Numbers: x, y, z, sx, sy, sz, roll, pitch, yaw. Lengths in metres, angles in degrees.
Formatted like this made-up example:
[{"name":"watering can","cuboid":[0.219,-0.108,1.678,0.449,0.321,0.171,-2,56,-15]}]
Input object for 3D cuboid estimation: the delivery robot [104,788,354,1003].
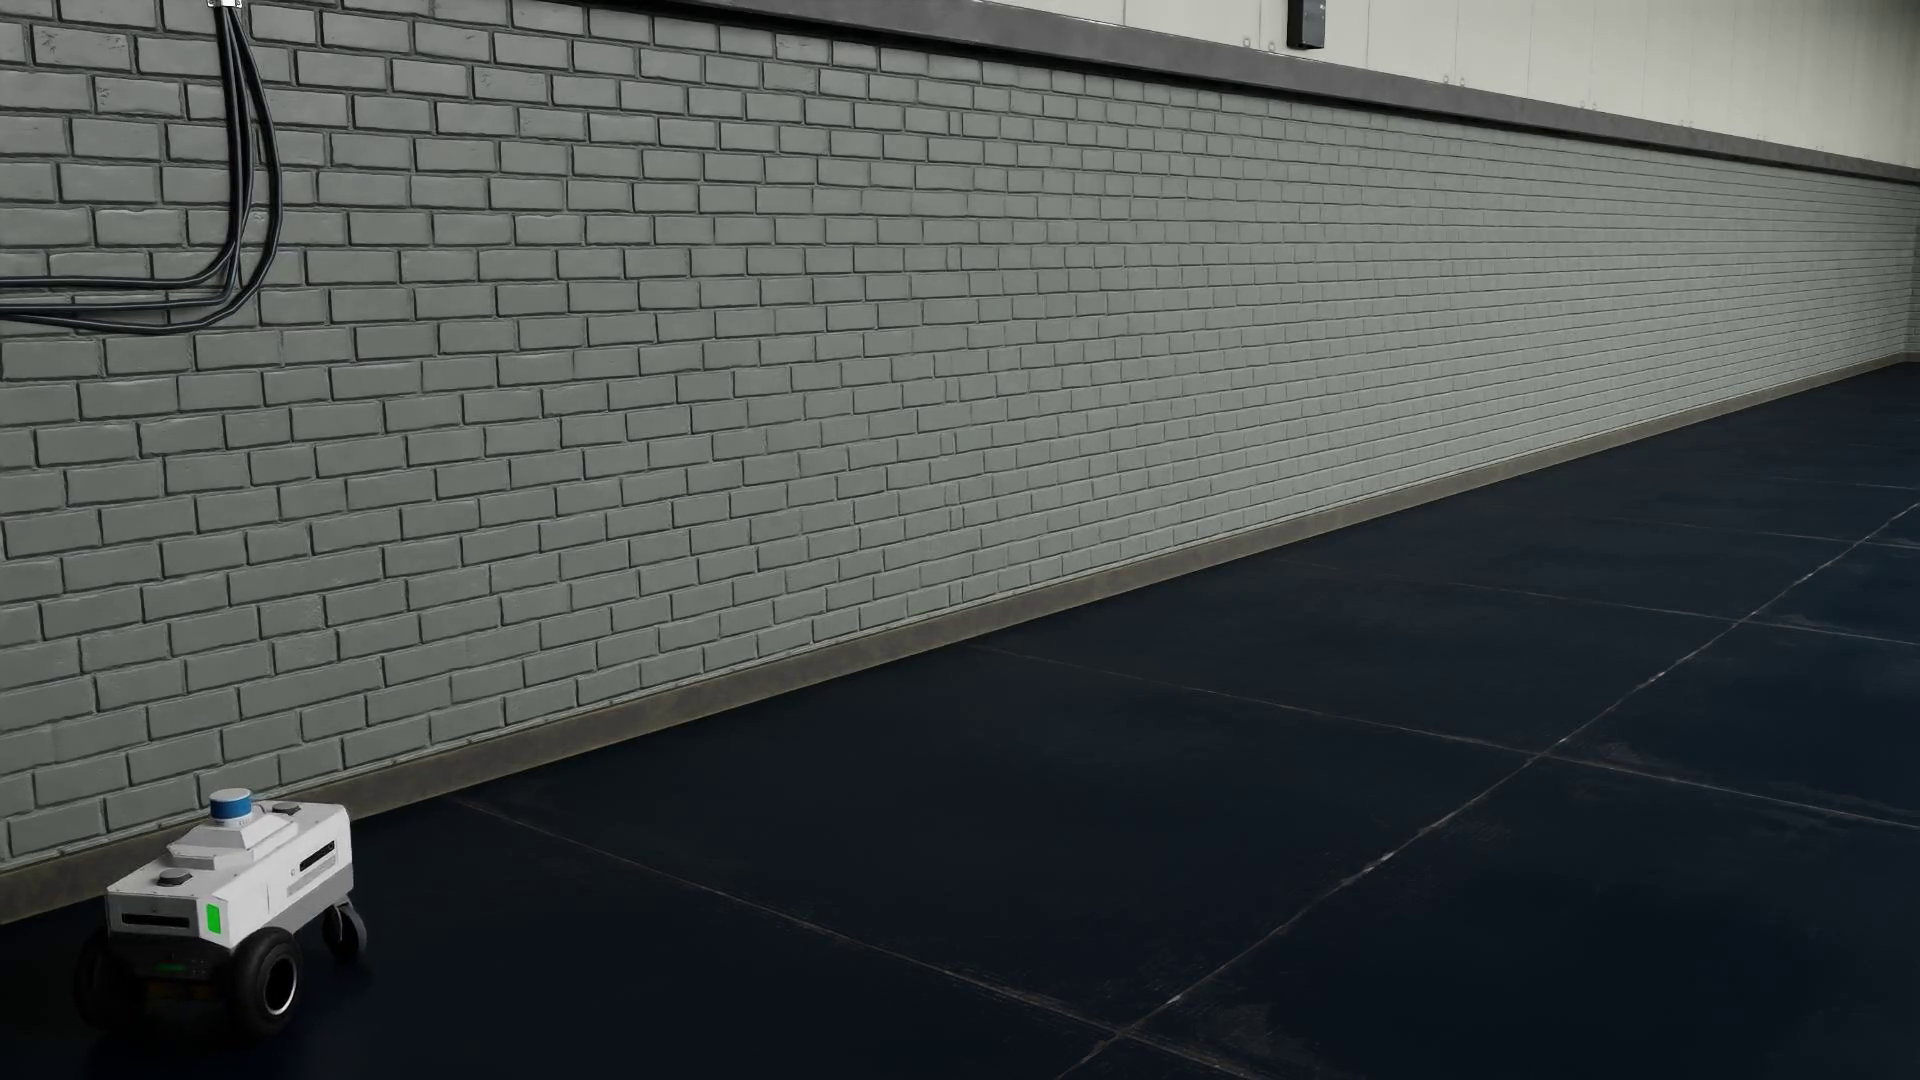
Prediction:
[{"name":"delivery robot","cuboid":[-1.937,0.908,4.455,0.477,0.478,0.707,2,10,8]}]
